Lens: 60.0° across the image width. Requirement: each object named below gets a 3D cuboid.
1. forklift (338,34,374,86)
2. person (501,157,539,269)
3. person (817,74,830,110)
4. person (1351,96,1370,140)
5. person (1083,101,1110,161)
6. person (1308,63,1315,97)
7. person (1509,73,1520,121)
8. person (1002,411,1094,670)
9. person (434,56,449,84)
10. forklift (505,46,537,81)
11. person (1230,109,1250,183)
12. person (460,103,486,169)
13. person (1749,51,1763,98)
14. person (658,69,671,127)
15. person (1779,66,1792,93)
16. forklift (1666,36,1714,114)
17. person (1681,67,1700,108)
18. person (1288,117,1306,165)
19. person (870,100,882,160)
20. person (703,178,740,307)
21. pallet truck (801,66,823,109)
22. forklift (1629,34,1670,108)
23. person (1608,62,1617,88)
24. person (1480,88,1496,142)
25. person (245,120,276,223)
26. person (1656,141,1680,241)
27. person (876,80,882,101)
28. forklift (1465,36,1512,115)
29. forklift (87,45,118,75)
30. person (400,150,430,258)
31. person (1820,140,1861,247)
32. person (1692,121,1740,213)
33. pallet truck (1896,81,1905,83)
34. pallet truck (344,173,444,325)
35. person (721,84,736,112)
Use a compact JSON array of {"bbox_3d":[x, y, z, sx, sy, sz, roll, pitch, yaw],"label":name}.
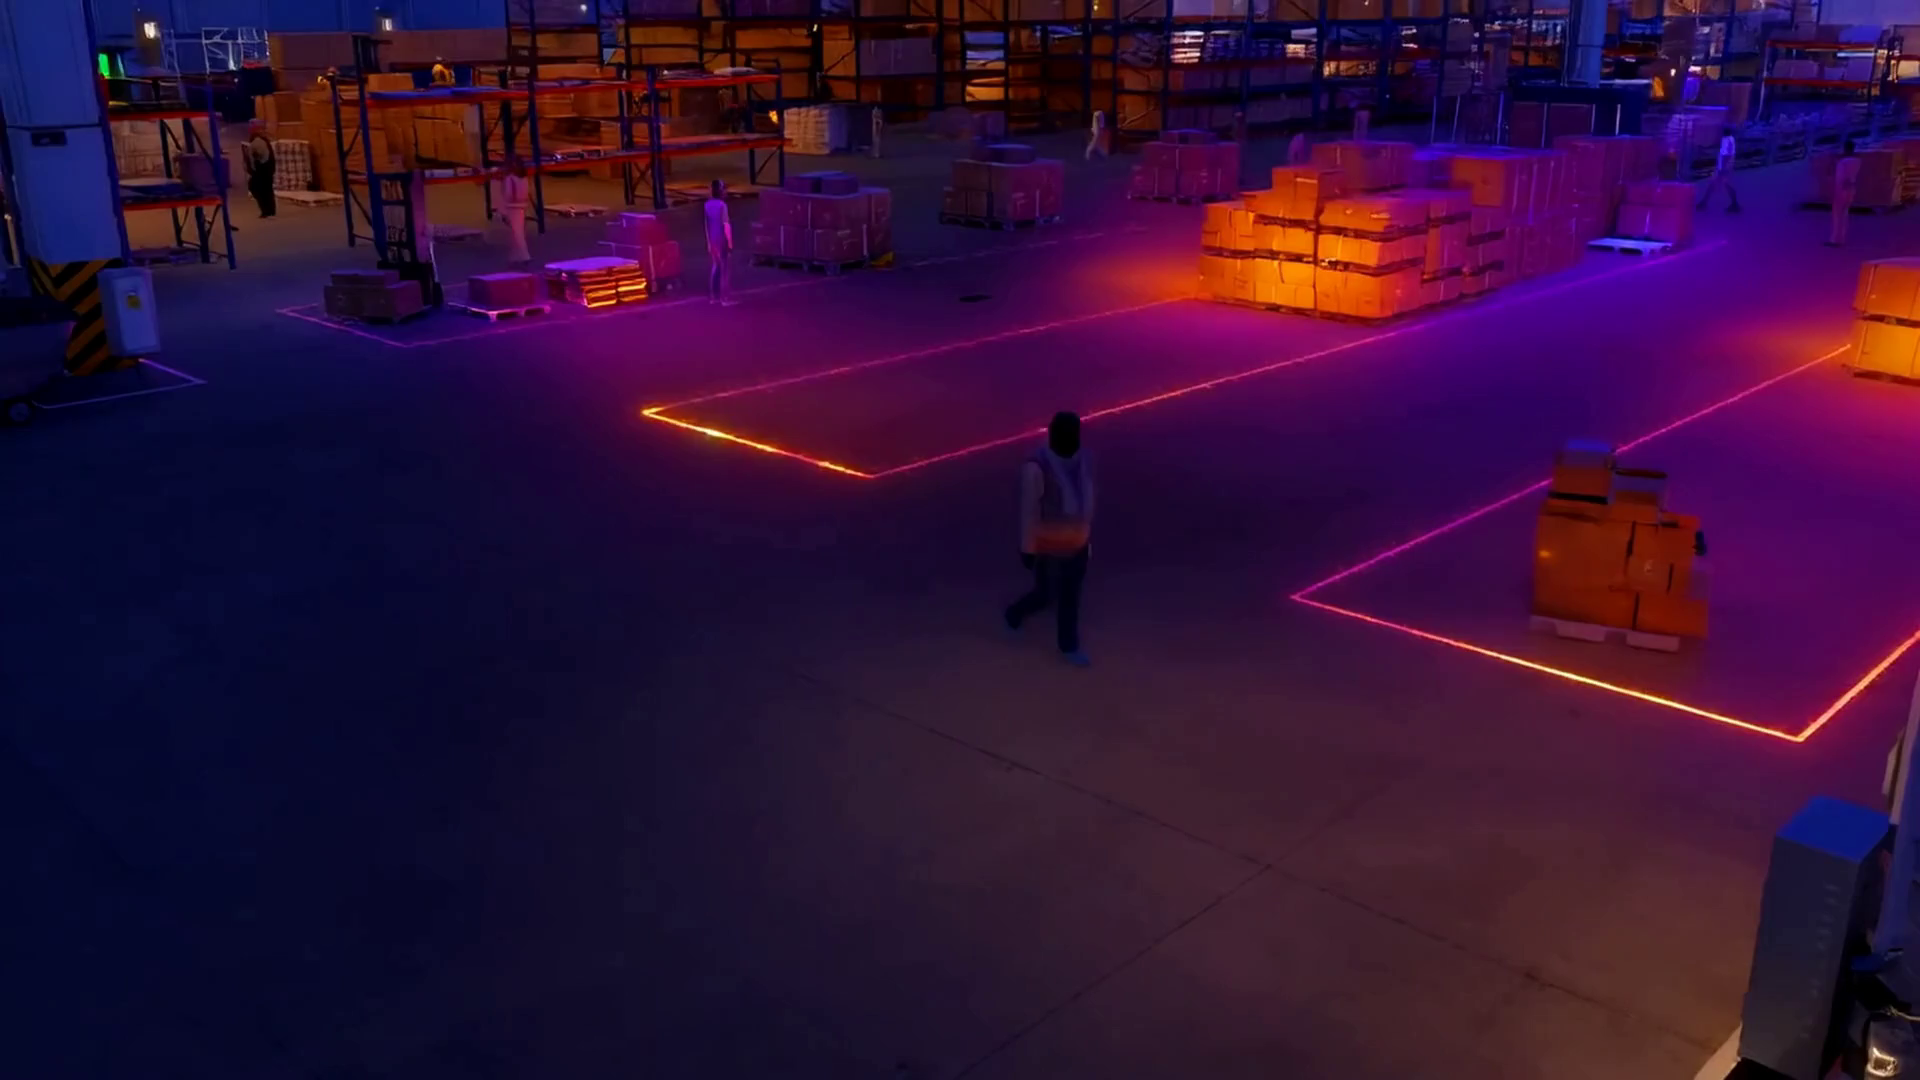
[{"bbox_3d":[-23.312,-18.347,65.058,1.129,2.768,1.873,17,25,41],"label":"forklift"},{"bbox_3d":[-7.326,-5.468,27.861,0.859,1.848,0.606,9,20,25],"label":"person"},{"bbox_3d":[-4.309,-13.539,51.971,0.518,1.980,0.644,5,19,15],"label":"person"},{"bbox_3d":[10.083,-10.217,42.038,0.564,1.936,0.375,-13,23,-35],"label":"person"},{"bbox_3d":[3.723,-11.141,45.345,0.822,1.601,0.516,-6,19,-17],"label":"person"},{"bbox_3d":[15.165,-19.813,71.363,0.594,1.663,0.554,15,23,37],"label":"person"},{"bbox_3d":[19.786,-15.807,59.349,0.284,1.636,0.500,8,20,22],"label":"person"},{"bbox_3d":[0.633,-0.019,11.486,0.632,1.830,0.608,-16,24,-39],"label":"person"},{"bbox_3d":[-21.087,-18.705,67.652,0.547,1.917,0.694,-9,20,-25],"label":"person"},{"bbox_3d":[-13.617,-14.003,51.971,1.129,2.768,1.873,7,19,19],"label":"forklift"},{"bbox_3d":[6.730,-9.580,40.440,0.544,1.728,0.859,-15,24,-38],"label":"person"},{"bbox_3d":[-12.676,-10.575,43.160,0.743,1.916,0.633,16,24,41],"label":"person"},{"bbox_3d":[34.200,-19.970,71.363,0.610,1.970,0.645,4,19,12],"label":"person"},{"bbox_3d":[-10.079,-15.068,56.698,0.589,1.912,0.390,13,22,34],"label":"person"},{"bbox_3d":[31.604,-17.324,63.765,0.531,1.737,0.804,7,20,20],"label":"person"},{"bbox_3d":[27.341,-17.291,61.877,1.129,2.768,1.873,17,25,41],"label":"forklift"},{"bbox_3d":[25.656,-15.628,58.377,0.537,1.922,0.554,-14,23,-36],"label":"person"},{"bbox_3d":[7.016,-7.956,35.205,0.622,1.946,0.652,3,19,10],"label":"person"},{"bbox_3d":[-2.279,-11.265,45.709,0.389,1.609,0.603,2,18,7],"label":"person"},{"bbox_3d":[-3.549,-4.391,24.587,0.519,1.874,0.327,14,23,36],"label":"person"},{"bbox_3d":[-4.812,-15.182,56.903,0.823,1.965,1.885,-9,21,-26],"label":"pallet truck"},{"bbox_3d":[27.341,-18.602,65.826,1.129,2.768,1.873,17,25,41],"label":"forklift"},{"bbox_3d":[25.840,-18.143,66.196,0.538,1.753,0.556,16,24,39],"label":"person"},{"bbox_3d":[16.285,-13.113,51.270,0.514,1.611,0.661,14,23,36],"label":"person"},{"bbox_3d":[-14.107,-7.448,33.535,0.537,2.000,0.700,1,18,3],"label":"person"},{"bbox_3d":[13.179,-6.564,31.214,0.528,1.833,0.940,-14,23,-36],"label":"person"},{"bbox_3d":[-2.917,-17.369,63.734,0.626,1.846,0.429,-2,18,-5],"label":"person"},{"bbox_3d":[19.973,-17.201,61.605,1.873,2.768,1.129,16,24,40],"label":"forklift"},{"bbox_3d":[-26.944,-14.161,52.447,1.873,2.768,1.129,6,19,18],"label":"forklift"},{"bbox_3d":[-9.233,-5.610,28.164,0.373,1.935,0.628,0,18,0],"label":"person"},{"bbox_3d":[16.082,-6.300,30.268,0.592,1.919,0.388,-13,22,-35],"label":"person"},{"bbox_3d":[16.030,-7.849,34.991,1.053,1.877,0.561,15,24,38],"label":"person"},{"bbox_3d":[34.802,-16.331,61.455,0.653,1.274,1.630,17,25,41],"label":"pallet truck"},{"bbox_3d":[-8.209,-4.181,23.757,0.823,1.965,1.885,3,19,9],"label":"pallet truck"},{"bbox_3d":[-7.261,-13.649,52.755,0.606,1.676,0.548,14,23,36],"label":"person"}]
